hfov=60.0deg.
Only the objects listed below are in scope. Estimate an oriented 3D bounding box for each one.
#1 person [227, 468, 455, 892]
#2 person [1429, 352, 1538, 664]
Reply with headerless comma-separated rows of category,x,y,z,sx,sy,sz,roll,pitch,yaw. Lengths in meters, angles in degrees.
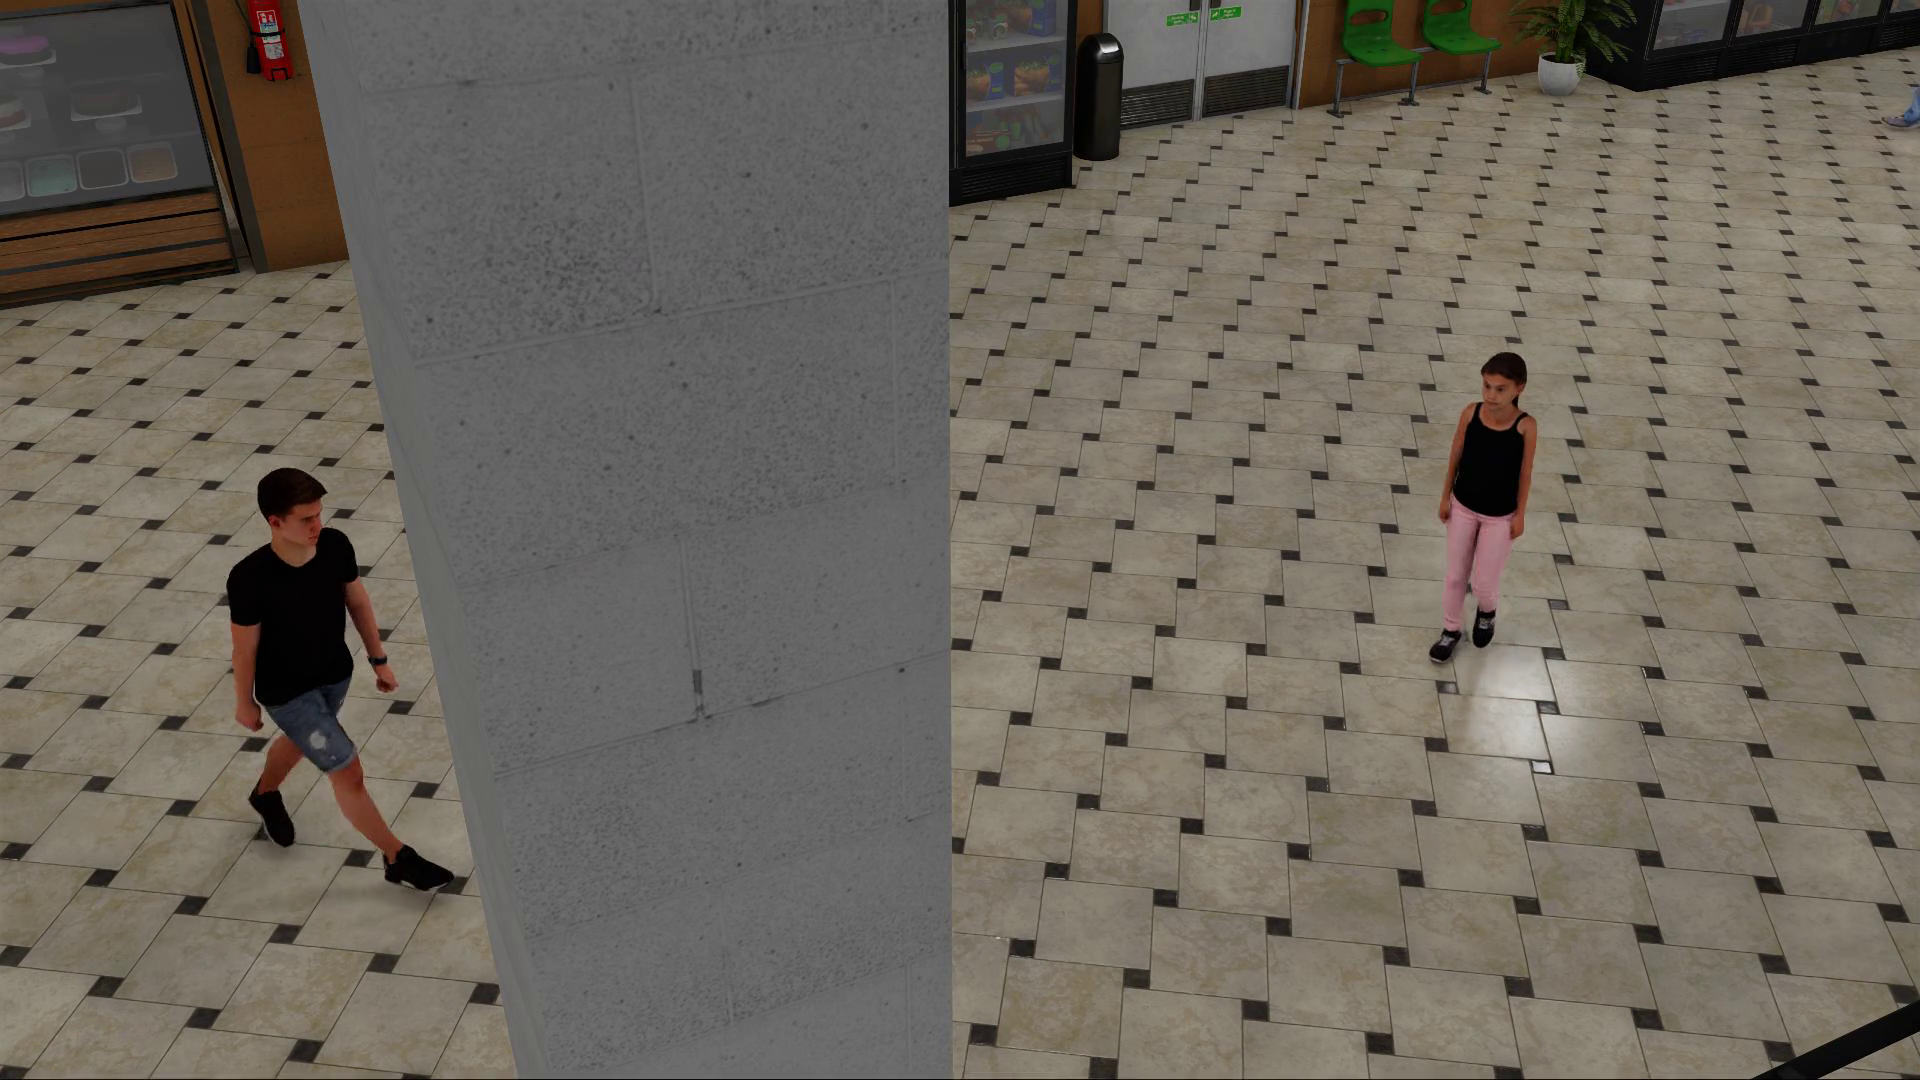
person,-2.519,0.519,6.196,1.328,1.779,1.191,16,35,24
person,2.381,-0.152,7.492,0.696,1.549,0.743,19,37,28
